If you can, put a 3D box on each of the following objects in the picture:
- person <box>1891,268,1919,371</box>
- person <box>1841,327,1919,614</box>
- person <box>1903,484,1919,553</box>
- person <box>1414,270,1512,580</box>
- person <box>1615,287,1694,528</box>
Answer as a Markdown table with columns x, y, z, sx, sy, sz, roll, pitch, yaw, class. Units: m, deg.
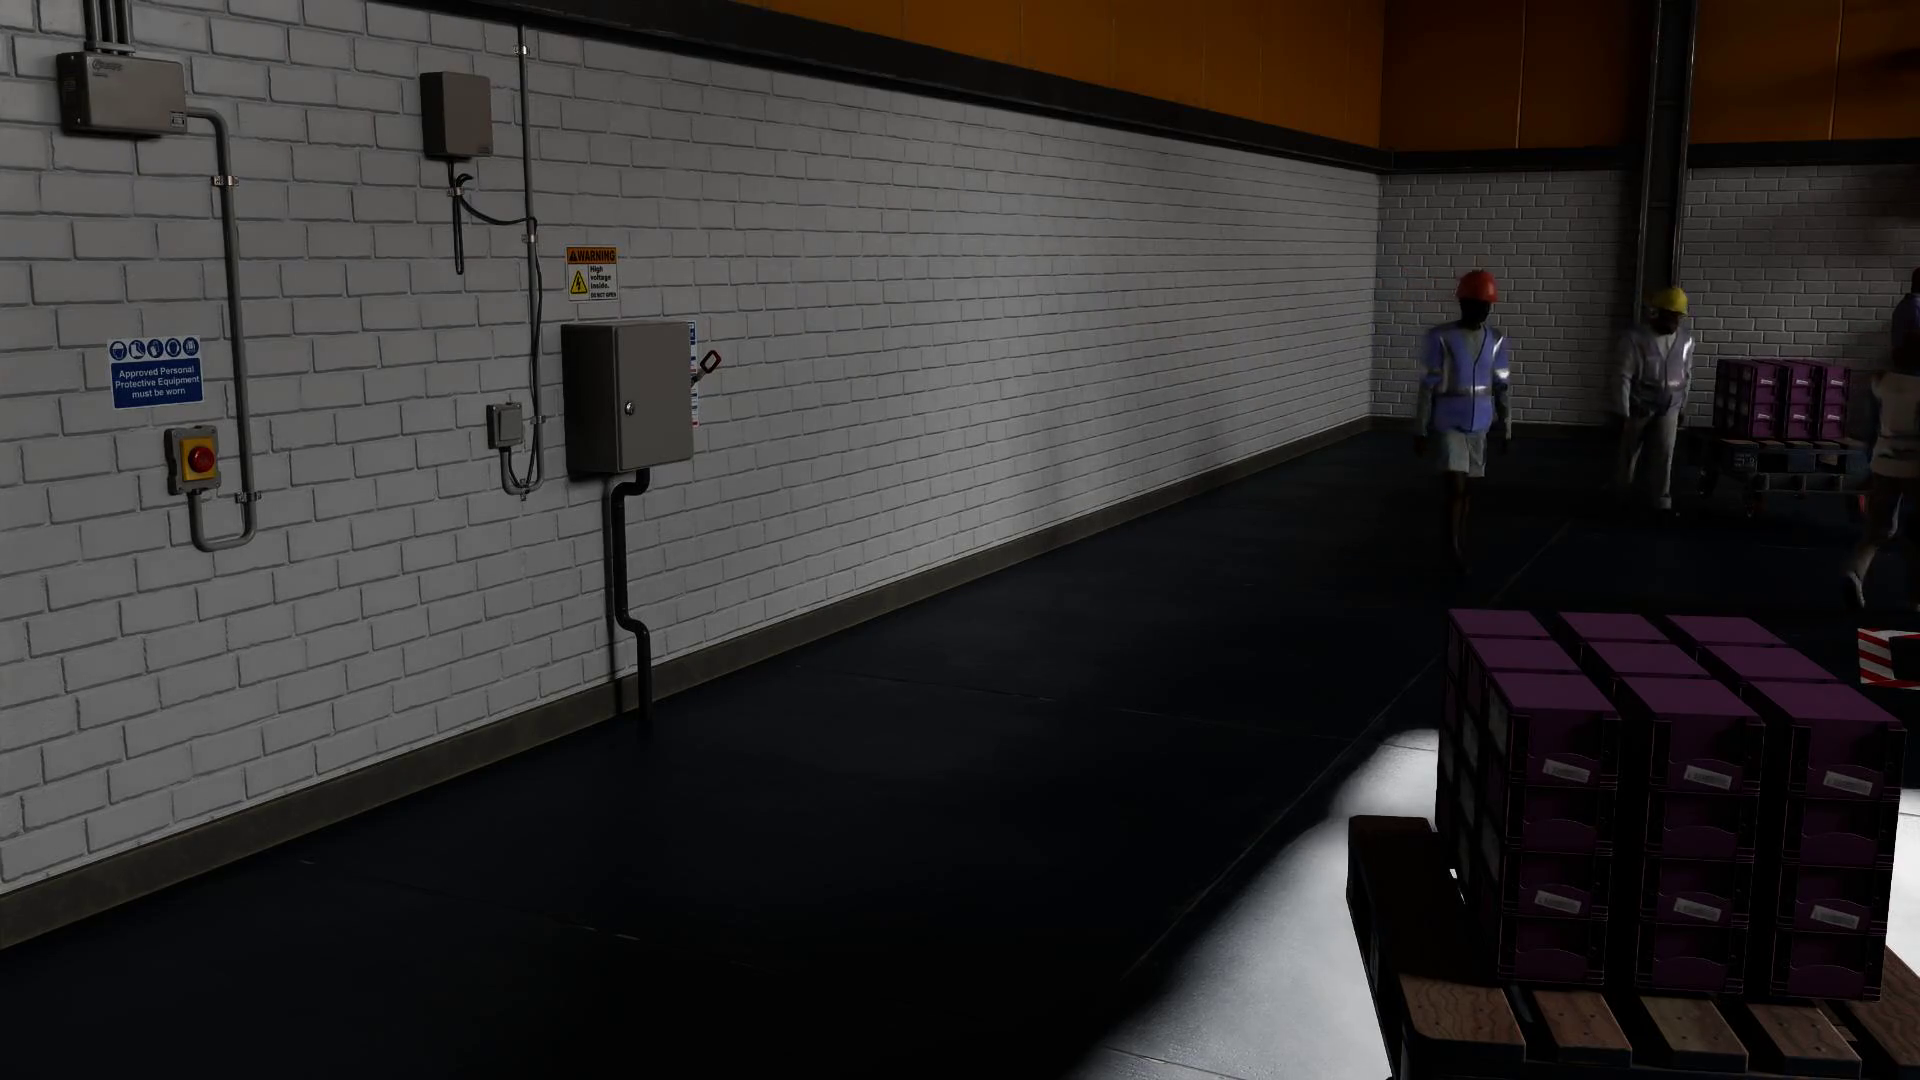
| x | y | z | sx | sy | sz | roll | pitch | yaw | class |
| --- | --- | --- | --- | --- | --- | --- | --- | --- | --- |
| 8.461 | -1.458 | 14.702 | 0.409 | 1.906 | 0.651 | 2 | 10 | 11 | person |
| 5.242 | -0.372 | 9.227 | 0.642 | 1.617 | 0.535 | -5 | 11 | -26 | person |
| 5.318 | -0.337 | 8.856 | 0.365 | 1.676 | 0.538 | -2 | 10 | -9 | person |
| 3.148 | -0.692 | 10.244 | 0.586 | 1.910 | 0.702 | -2 | 10 | -12 | person |
| 5.170 | -0.990 | 12.397 | 0.620 | 1.769 | 0.938 | 0 | 10 | 1 | person |
